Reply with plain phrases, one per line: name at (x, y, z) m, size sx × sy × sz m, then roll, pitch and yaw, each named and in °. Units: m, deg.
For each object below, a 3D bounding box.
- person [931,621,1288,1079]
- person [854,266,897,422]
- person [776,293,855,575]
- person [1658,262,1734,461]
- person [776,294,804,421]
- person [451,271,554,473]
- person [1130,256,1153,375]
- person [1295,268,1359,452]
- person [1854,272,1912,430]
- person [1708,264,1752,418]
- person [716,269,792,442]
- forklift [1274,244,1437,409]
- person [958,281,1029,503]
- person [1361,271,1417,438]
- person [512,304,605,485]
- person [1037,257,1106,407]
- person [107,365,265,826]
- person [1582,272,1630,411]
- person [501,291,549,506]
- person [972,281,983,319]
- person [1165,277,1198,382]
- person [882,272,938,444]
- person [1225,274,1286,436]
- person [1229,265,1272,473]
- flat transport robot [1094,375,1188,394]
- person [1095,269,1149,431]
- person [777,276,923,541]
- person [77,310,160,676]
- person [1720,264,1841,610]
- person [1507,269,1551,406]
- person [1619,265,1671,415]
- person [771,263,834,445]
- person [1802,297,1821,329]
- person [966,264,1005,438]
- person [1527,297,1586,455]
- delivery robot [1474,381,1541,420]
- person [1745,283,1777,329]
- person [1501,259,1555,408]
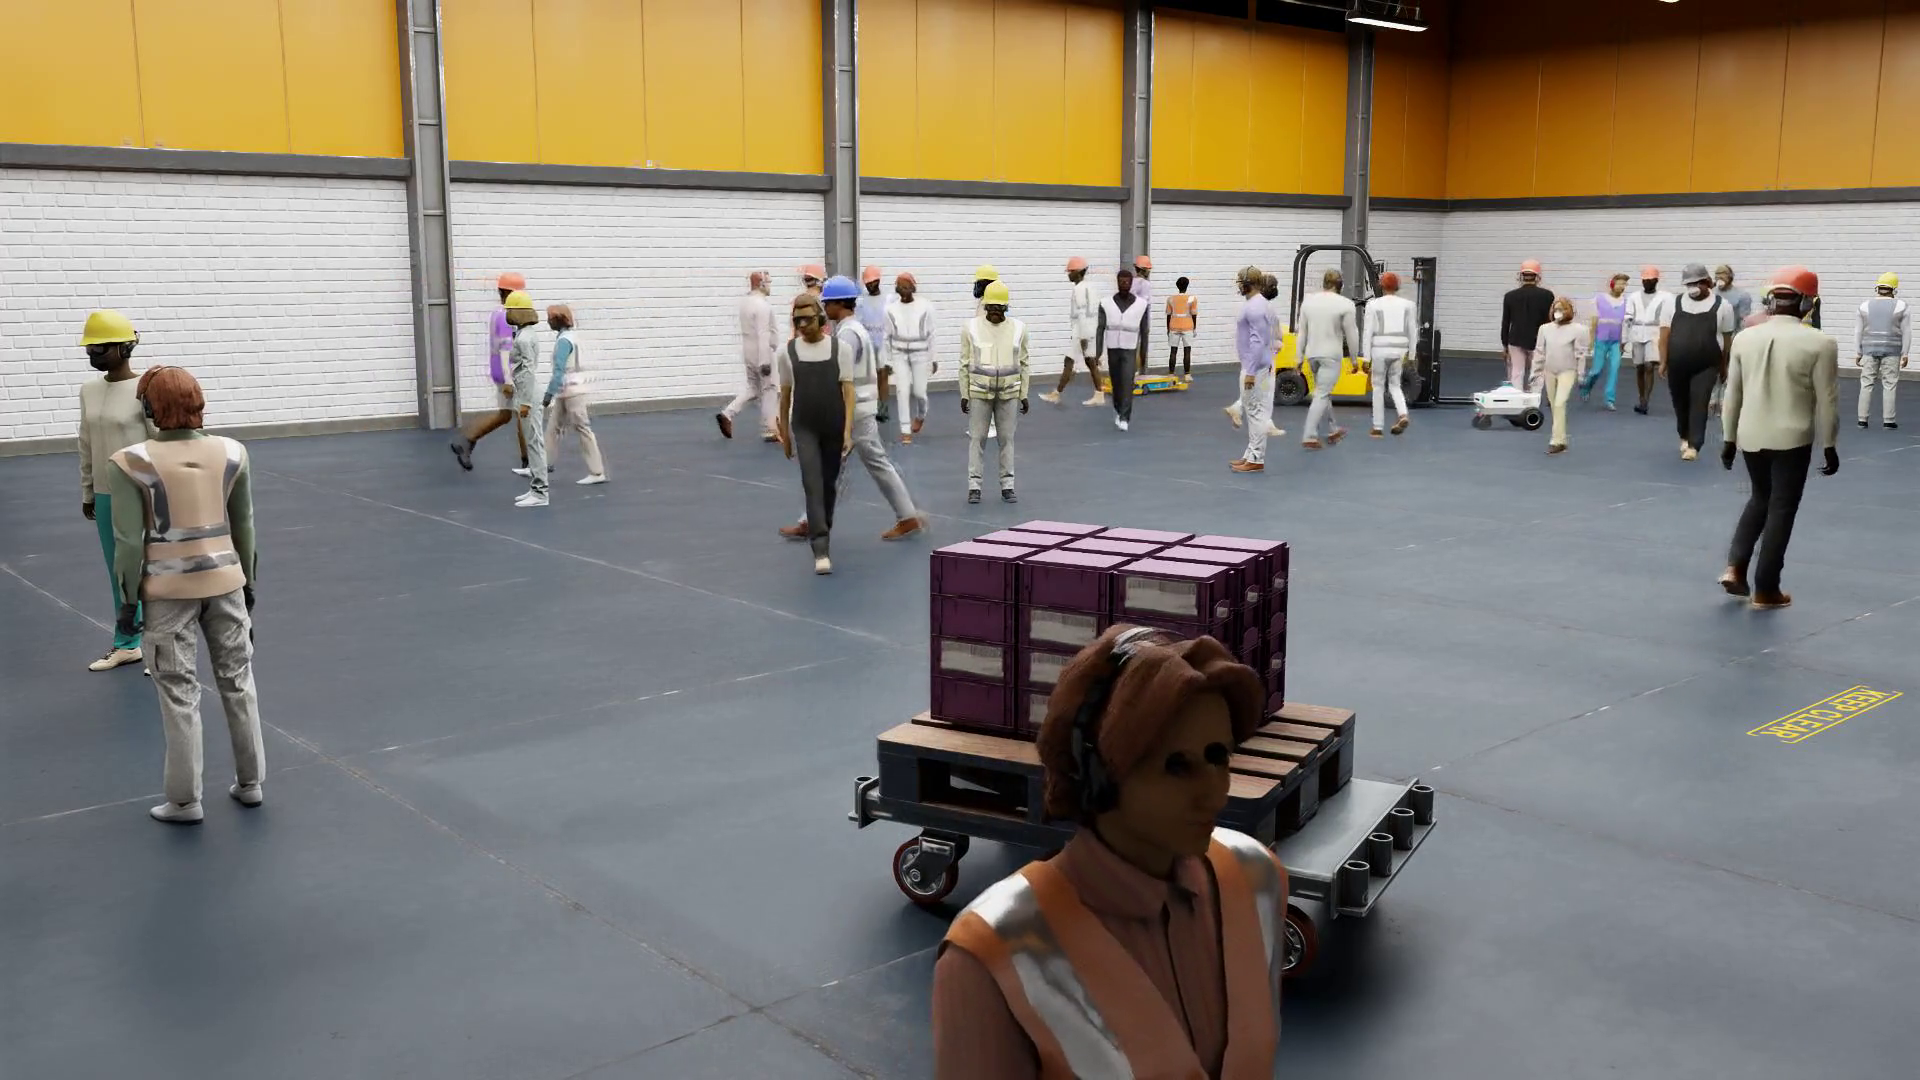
person at (0.178, 0.896, 1.873) m, size 0.522 × 1.636 × 0.310 m, roll -8°, pitch 13°, yaw -40°
person at (-1.037, -2.383, 20.334) m, size 0.570 × 1.887 × 0.937 m, roll 2°, pitch 10°, yaw 11°
person at (-0.944, -0.717, 10.890) m, size 0.503 × 1.792 × 0.982 m, roll -2°, pitch 10°, yaw -9°
person at (7.430, -1.858, 16.818) m, size 0.675 × 2.000 × 1.029 m, roll 6°, pitch 12°, yaw 33°
person at (-1.814, -1.987, 18.829) m, size 0.715 × 1.612 × 0.502 m, roll -3°, pitch 10°, yaw -16°
person at (-4.267, -1.535, 15.385) m, size 0.842 × 1.900 × 0.547 m, roll -3°, pitch 10°, yaw -19°
person at (2.843, -3.473, 26.337) m, size 0.446 × 2.030 × 0.625 m, roll -5°, pitch 11°, yaw -25°
person at (3.896, -1.883, 17.388) m, size 1.017 × 1.887 × 0.632 m, roll -8°, pitch 13°, yaw -40°
person at (10.761, -2.196, 19.404) m, size 0.590 × 1.833 × 0.404 m, roll 8°, pitch 13°, yaw 39°
person at (9.531, -2.480, 20.812) m, size 0.512 × 1.916 × 0.663 m, roll -9°, pitch 13°, yaw -43°
person at (-2.243, -1.988, 18.028) m, size 0.730 × 1.889 × 0.647 m, roll -5°, pitch 11°, yaw -27°
forklift at (5.256, -2.933, 22.661) m, size 2.313 × 2.155 × 1.214 m, roll 3°, pitch 10°, yaw 16°
person at (0.284, -1.207, 13.647) m, size 0.589 × 1.822 × 0.403 m, roll -1°, pitch 10°, yaw -7°
person at (4.774, -2.041, 18.418) m, size 0.589 × 1.867 × 0.559 m, roll -1°, pitch 10°, yaw -8°
person at (-3.559, -1.269, 14.665) m, size 0.863 × 1.597 × 0.538 m, roll -3°, pitch 10°, yaw -14°
person at (1.517, -2.776, 22.303) m, size 0.996 × 1.997 × 0.633 m, roll 3°, pitch 10°, yaw 17°
person at (-2.756, 0.198, 5.949) m, size 0.315 × 1.640 × 0.515 m, roll 8°, pitch 12°, yaw 38°
person at (8.523, -2.616, 21.919) m, size 0.599 × 1.812 × 0.712 m, roll 0°, pitch 10°, yaw -1°
person at (-3.532, -1.144, 13.506) m, size 0.322 × 1.743 × 0.489 m, roll -2°, pitch 10°, yaw -11°
person at (0.363, -2.928, 24.131) m, size 0.566 × 1.682 × 0.538 m, roll 0°, pitch 10°, yaw 2°
person at (3.572, -3.393, 26.833) m, size 0.535 × 1.693 × 0.317 m, roll 4°, pitch 11°, yaw 24°
person at (-0.529, -1.993, 18.138) m, size 0.611 × 1.861 × 0.640 m, roll 1°, pitch 10°, yaw 6°
person at (3.365, -2.076, 18.727) m, size 0.588 × 1.825 × 0.633 m, roll 1°, pitch 10°, yaw 6°
person at (2.725, -1.588, 15.544) m, size 0.378 × 1.937 × 0.629 m, roll 2°, pitch 10°, yaw 9°
flat transport robot at (2.694, -2.312, 24.648) m, size 0.652 × 0.197 × 1.431 m, roll 9°, pitch 13°, yaw 43°
person at (1.919, -2.251, 19.626) m, size 0.596 × 1.879 × 0.983 m, roll 2°, pitch 10°, yaw 12°
person at (-0.747, -0.912, 11.753) m, size 1.035 × 1.897 × 0.609 m, roll -2°, pitch 10°, yaw -10°
person at (-4.033, -0.220, 8.031) m, size 0.533 × 1.767 × 0.323 m, roll 3°, pitch 10°, yaw 18°
person at (4.701, -0.576, 9.519) m, size 0.432 × 1.975 × 0.623 m, roll -6°, pitch 11°, yaw -31°
person at (7.742, -2.742, 22.525) m, size 0.660 × 1.861 × 0.945 m, roll -5°, pitch 11°, yaw -26°
person at (8.757, -2.557, 21.310) m, size 0.557 × 1.903 × 0.894 m, roll 8°, pitch 13°, yaw 39°
person at (-1.618, -1.957, 17.659) m, size 0.874 × 1.963 × 0.621 m, roll -6°, pitch 11°, yaw -31°
person at (11.089, -2.667, 22.134) m, size 0.633 × 1.842 × 0.429 m, roll 6°, pitch 11°, yaw 30°
person at (0.300, -2.107, 18.606) m, size 0.374 × 1.928 × 0.596 m, roll -4°, pitch 11°, yaw -23°
person at (6.048, -1.654, 16.918) m, size 0.777 × 1.602 × 0.503 m, roll -8°, pitch 13°, yaw -39°
delivery robot at (6.404, -1.617, 19.478) m, size 0.707 × 0.478 × 0.477 m, roll 0°, pitch 10°, yaw 0°
person at (8.932, -1.974, 18.416) m, size 0.526 × 1.740 × 0.803 m, roll 2°, pitch 10°, yaw 10°
person at (6.854, -2.378, 20.040) m, size 0.653 × 1.973 × 0.628 m, roll 6°, pitch 11°, yaw 31°
